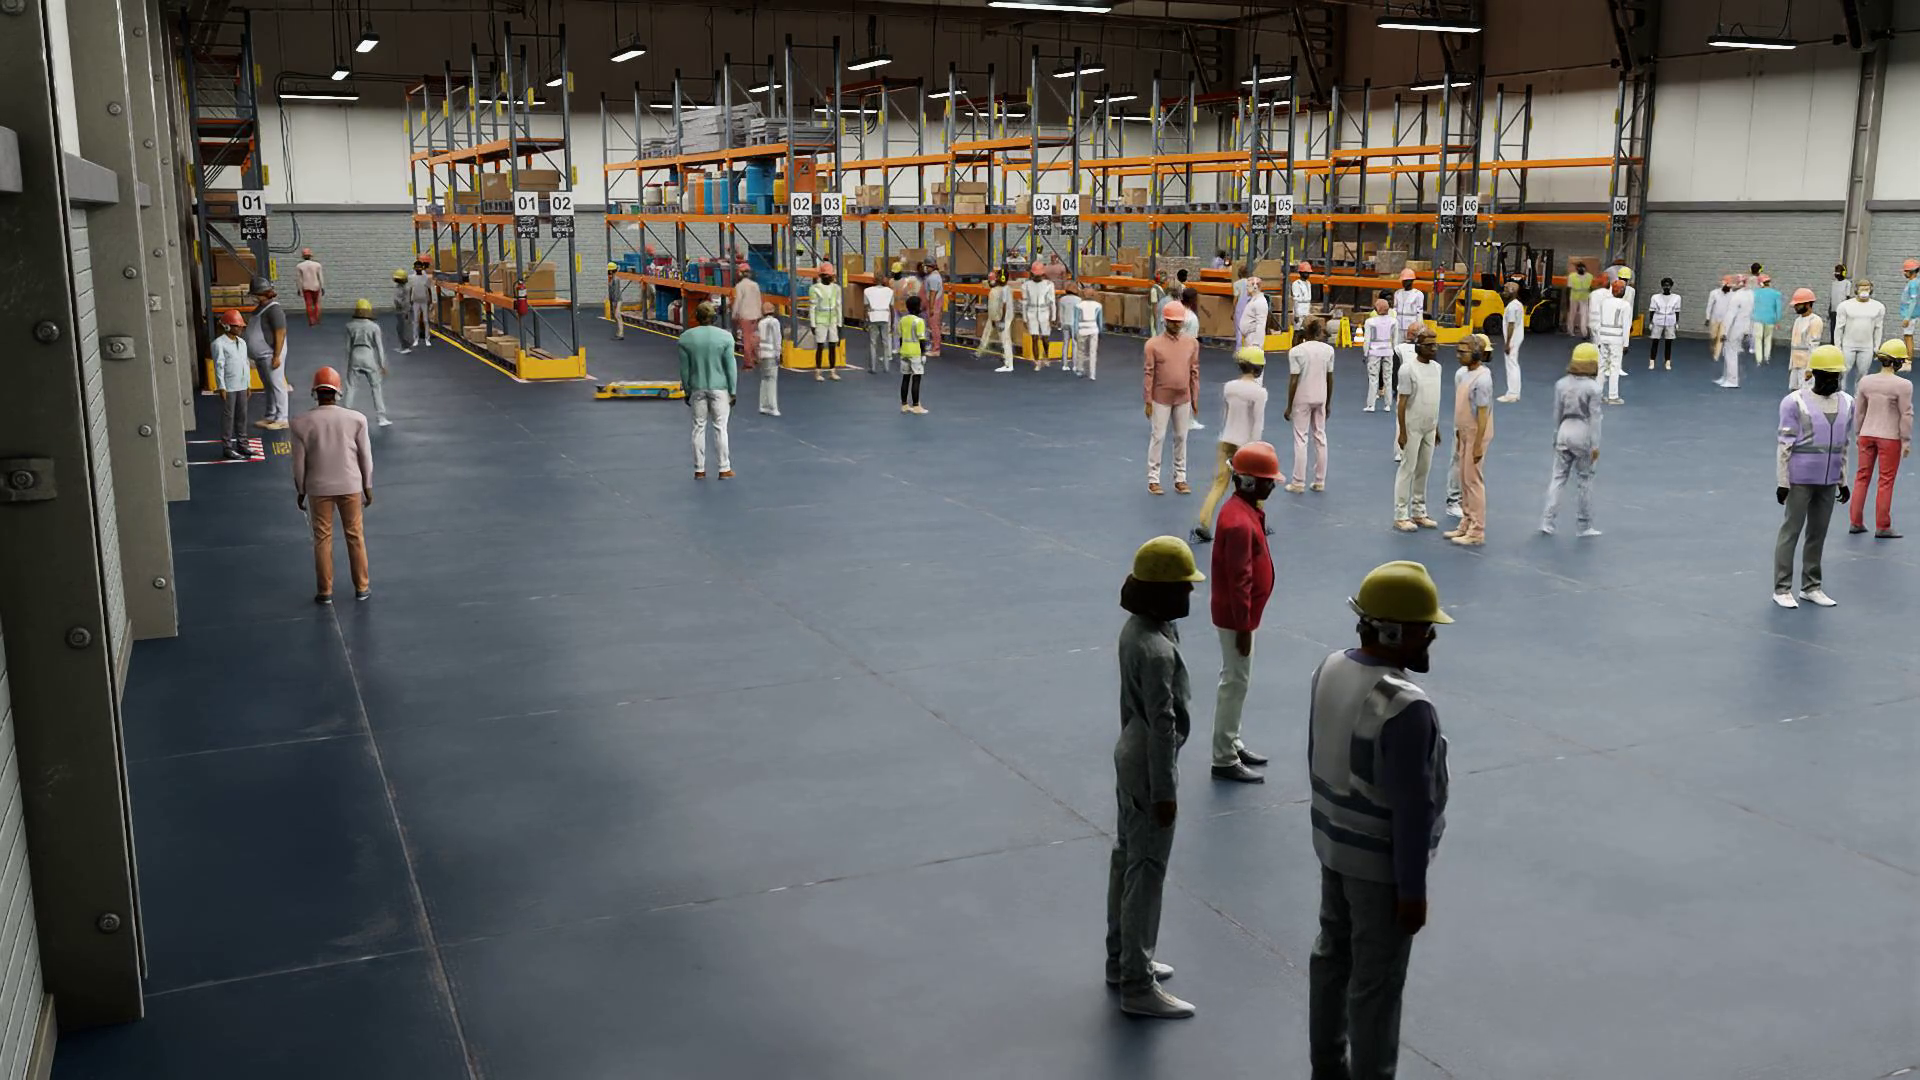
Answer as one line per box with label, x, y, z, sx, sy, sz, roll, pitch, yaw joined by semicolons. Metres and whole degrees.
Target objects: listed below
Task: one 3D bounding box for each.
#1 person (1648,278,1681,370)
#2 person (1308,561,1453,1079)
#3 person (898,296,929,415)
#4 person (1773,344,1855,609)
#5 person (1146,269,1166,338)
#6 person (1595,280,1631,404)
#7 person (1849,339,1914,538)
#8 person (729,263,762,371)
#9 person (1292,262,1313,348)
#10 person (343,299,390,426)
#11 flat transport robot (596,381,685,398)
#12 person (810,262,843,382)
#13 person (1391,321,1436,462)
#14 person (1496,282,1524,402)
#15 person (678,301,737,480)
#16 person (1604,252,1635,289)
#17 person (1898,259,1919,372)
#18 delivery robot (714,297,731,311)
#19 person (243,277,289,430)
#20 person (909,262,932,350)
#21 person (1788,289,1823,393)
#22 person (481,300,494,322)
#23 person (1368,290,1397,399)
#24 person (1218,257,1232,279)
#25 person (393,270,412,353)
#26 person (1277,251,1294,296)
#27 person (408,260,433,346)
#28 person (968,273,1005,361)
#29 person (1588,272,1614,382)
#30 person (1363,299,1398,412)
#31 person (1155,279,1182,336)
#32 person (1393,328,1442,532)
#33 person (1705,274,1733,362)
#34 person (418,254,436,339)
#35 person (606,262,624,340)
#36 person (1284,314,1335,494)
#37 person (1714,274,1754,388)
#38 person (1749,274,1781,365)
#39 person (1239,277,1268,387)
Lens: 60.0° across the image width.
person;12.918;-3.957;30.518;0.541;1.696;0.315;3;12;16
person;1.298;0.963;5.177;0.404;1.829;0.591;-3;12;-15
person;-0.673;-2.649;23.870;0.318;1.694;0.539;-9;14;-39
person;6.245;-0.462;12.160;0.593;1.930;0.355;-2;11;-12
person;3.626;-4.049;30.606;0.389;1.847;0.567;3;12;16
person;9.888;-2.996;25.193;0.355;1.876;0.574;-6;12;-26
person;8.221;-0.901;14.812;0.310;1.768;0.533;-5;12;-25
person;-3.912;-4.071;30.412;0.432;1.965;0.631;6;13;30
person;6.582;-4.355;31.926;0.361;1.938;0.545;9;14;38
person;-8.088;-2.390;22.512;0.556;1.735;0.393;-1;11;-7
flat transport robot;-4.939;-2.362;26.044;1.431;0.197;0.652;-1;11;-4
person;-2.268;-3.723;28.470;0.613;2.036;0.407;-7;13;-32
person;5.235;-1.702;19.204;0.525;1.639;0.307;8;14;35
person;8.426;-3.018;25.409;0.343;1.836;0.510;6;13;30
person;-2.708;-1.606;17.953;0.632;1.940;0.372;1;11;6
person;14.530;-5.356;36.753;0.679;2.000;0.535;6;12;26
person;17.268;-4.084;30.304;0.389;2.034;0.605;6;13;30
delivery robot;-6.712;-6.736;47.312;0.477;0.478;0.707;-8;14;-36
person;-9.283;-2.497;22.222;0.536;2.000;0.672;-9;15;-40
person;-0.874;-4.970;35.259;0.573;1.871;1.024;-6;13;-28
person;10.706;-2.232;21.190;0.388;1.924;0.549;0;11;0
person;-12.572;-6.678;44.000;0.559;1.837;0.391;4;12;22
person;6.568;-3.036;25.835;0.536;1.696;0.322;-7;13;-32
person;7.617;-7.281;47.572;0.500;1.634;0.286;2;11;8
person;-11.490;-4.698;34.254;0.570;1.712;0.344;10;15;40
person;9.039;-7.139;46.342;0.588;1.834;0.403;5;12;23
person;-11.698;-5.132;36.066;0.516;1.865;0.329;-3;12;-15
person;0.612;-4.344;32.453;0.892;1.702;0.576;6;13;30
person;10.938;-3.612;28.321;0.403;1.866;0.607;-5;12;-23
person;6.087;-2.663;24.089;0.513;1.641;0.307;-1;11;-6
person;3.044;-2.846;24.315;0.389;1.925;0.625;-1;11;-4
person;4.180;-1.000;15.113;0.520;1.844;0.331;-7;13;-33
person;14.799;-4.308;32.317;0.590;1.705;0.664;5;12;22
person;-12.279;-5.587;38.191;0.373;1.934;0.552;-7;13;-31
person;-7.862;-5.424;37.828;0.349;1.759;0.522;-4;12;-20
person;3.582;-1.390;17.092;0.506;1.847;0.343;-3;12;-16
person;12.709;-3.465;27.551;0.674;1.873;0.644;-10;15;-42
person;15.324;-4.207;31.752;0.561;1.704;0.820;3;11;14
person;4.457;-3.047;25.359;0.408;1.906;0.653;0;11;0
